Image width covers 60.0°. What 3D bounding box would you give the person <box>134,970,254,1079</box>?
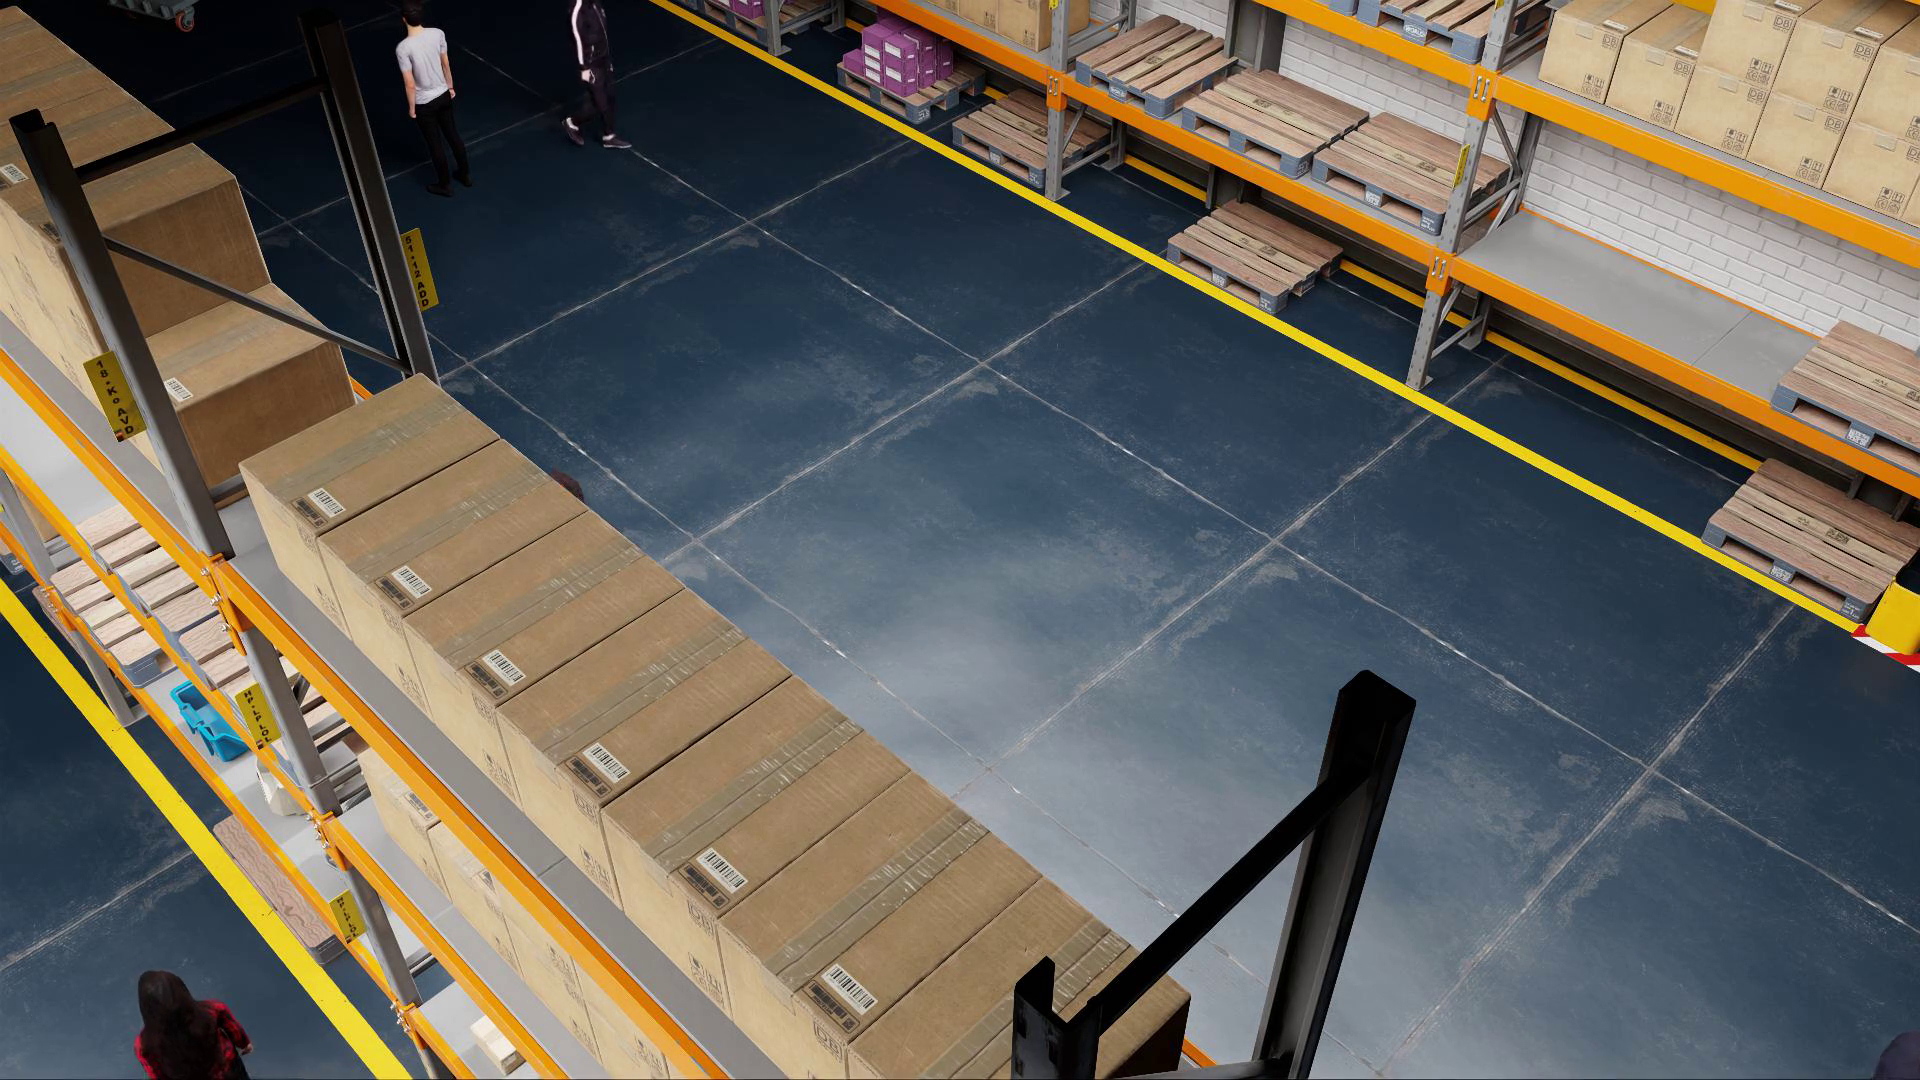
[{"bbox_3d":[-3.649,2.712,8.172,0.695,1.636,0.859,-25,49,-24],"label":"person"}]

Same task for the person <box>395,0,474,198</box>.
[{"bbox_3d":[-4.776,-3.994,15.045,0.591,1.863,0.687,27,50,26],"label":"person"}]

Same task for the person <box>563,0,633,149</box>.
[{"bbox_3d":[-3.531,-4.463,15.575,1.004,1.811,0.921,8,44,8],"label":"person"}]
